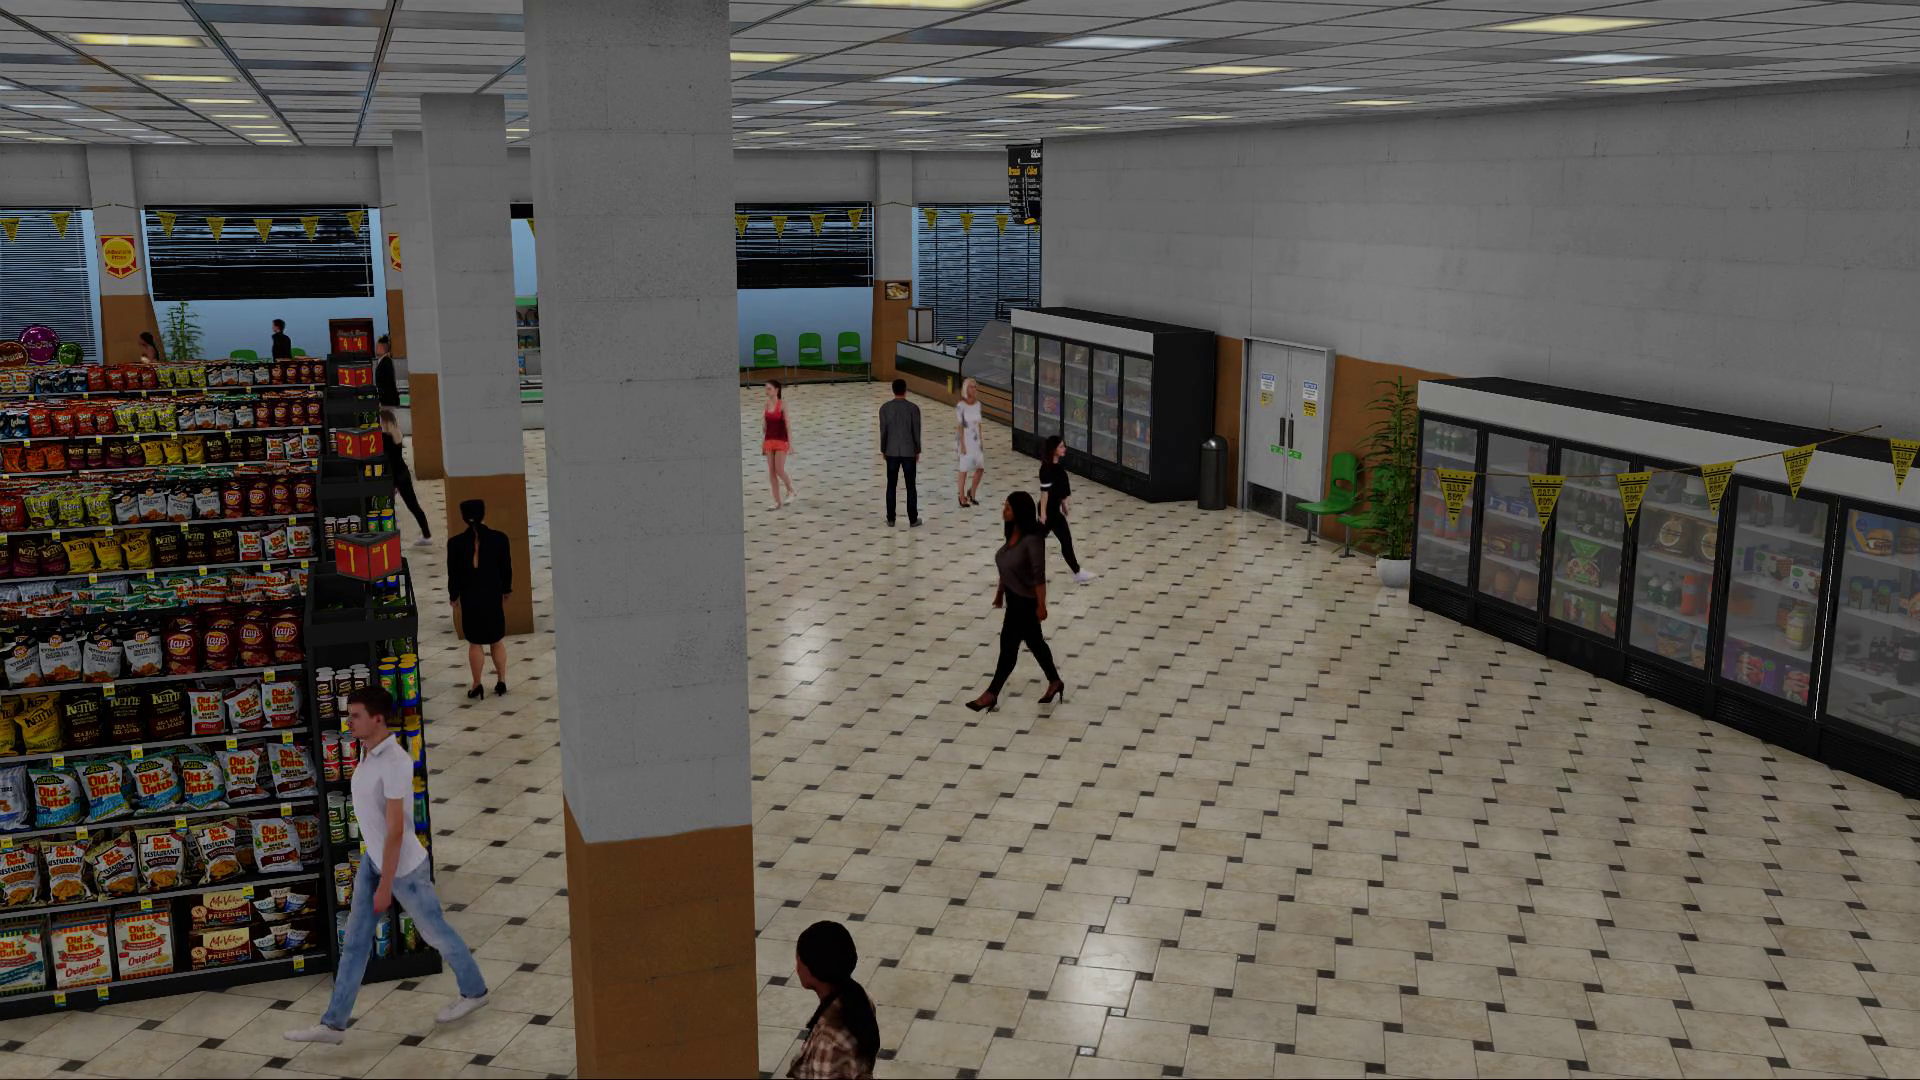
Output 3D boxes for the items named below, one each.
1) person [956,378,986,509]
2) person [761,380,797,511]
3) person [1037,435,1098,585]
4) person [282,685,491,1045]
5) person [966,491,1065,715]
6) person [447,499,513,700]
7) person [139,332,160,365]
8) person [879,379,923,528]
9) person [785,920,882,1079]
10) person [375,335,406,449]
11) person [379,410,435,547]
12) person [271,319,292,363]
[{"bbox_3d":[0.055,-1.294,22.138,0.647,1.735,0.739,-10,16,-40],"label":"person"},{"bbox_3d":[-2.372,-1.266,22.016,0.773,1.731,0.834,7,14,30],"label":"person"},{"bbox_3d":[0.893,-0.292,17.739,1.171,1.588,0.992,3,12,13],"label":"person"},{"bbox_3d":[-2.699,1.607,8.218,1.313,1.794,0.950,-9,15,-38],"label":"person"},{"bbox_3d":[0.602,0.527,13.360,1.124,1.789,0.659,-4,13,-20],"label":"person"},{"bbox_3d":[-3.978,0.493,13.808,0.615,1.671,0.788,-7,14,-28],"label":"person"},{"bbox_3d":[-14.012,-2.753,29.095,1.016,1.723,0.664,-6,13,-26],"label":"person"},{"bbox_3d":[-0.739,-1.098,20.872,0.708,1.874,0.836,1,12,7],"label":"person"},{"bbox_3d":[-0.280,2.164,5.655,1.156,1.759,1.014,3,12,14],"label":"person"},{"bbox_3d":[-8.883,-2.232,26.089,0.670,1.942,0.737,-5,13,-22],"label":"person"},{"bbox_3d":[-6.500,-0.664,19.420,1.260,1.623,1.045,3,12,13],"label":"person"},{"bbox_3d":[-12.512,-3.168,30.787,0.732,1.839,0.777,-2,12,-11],"label":"person"}]
